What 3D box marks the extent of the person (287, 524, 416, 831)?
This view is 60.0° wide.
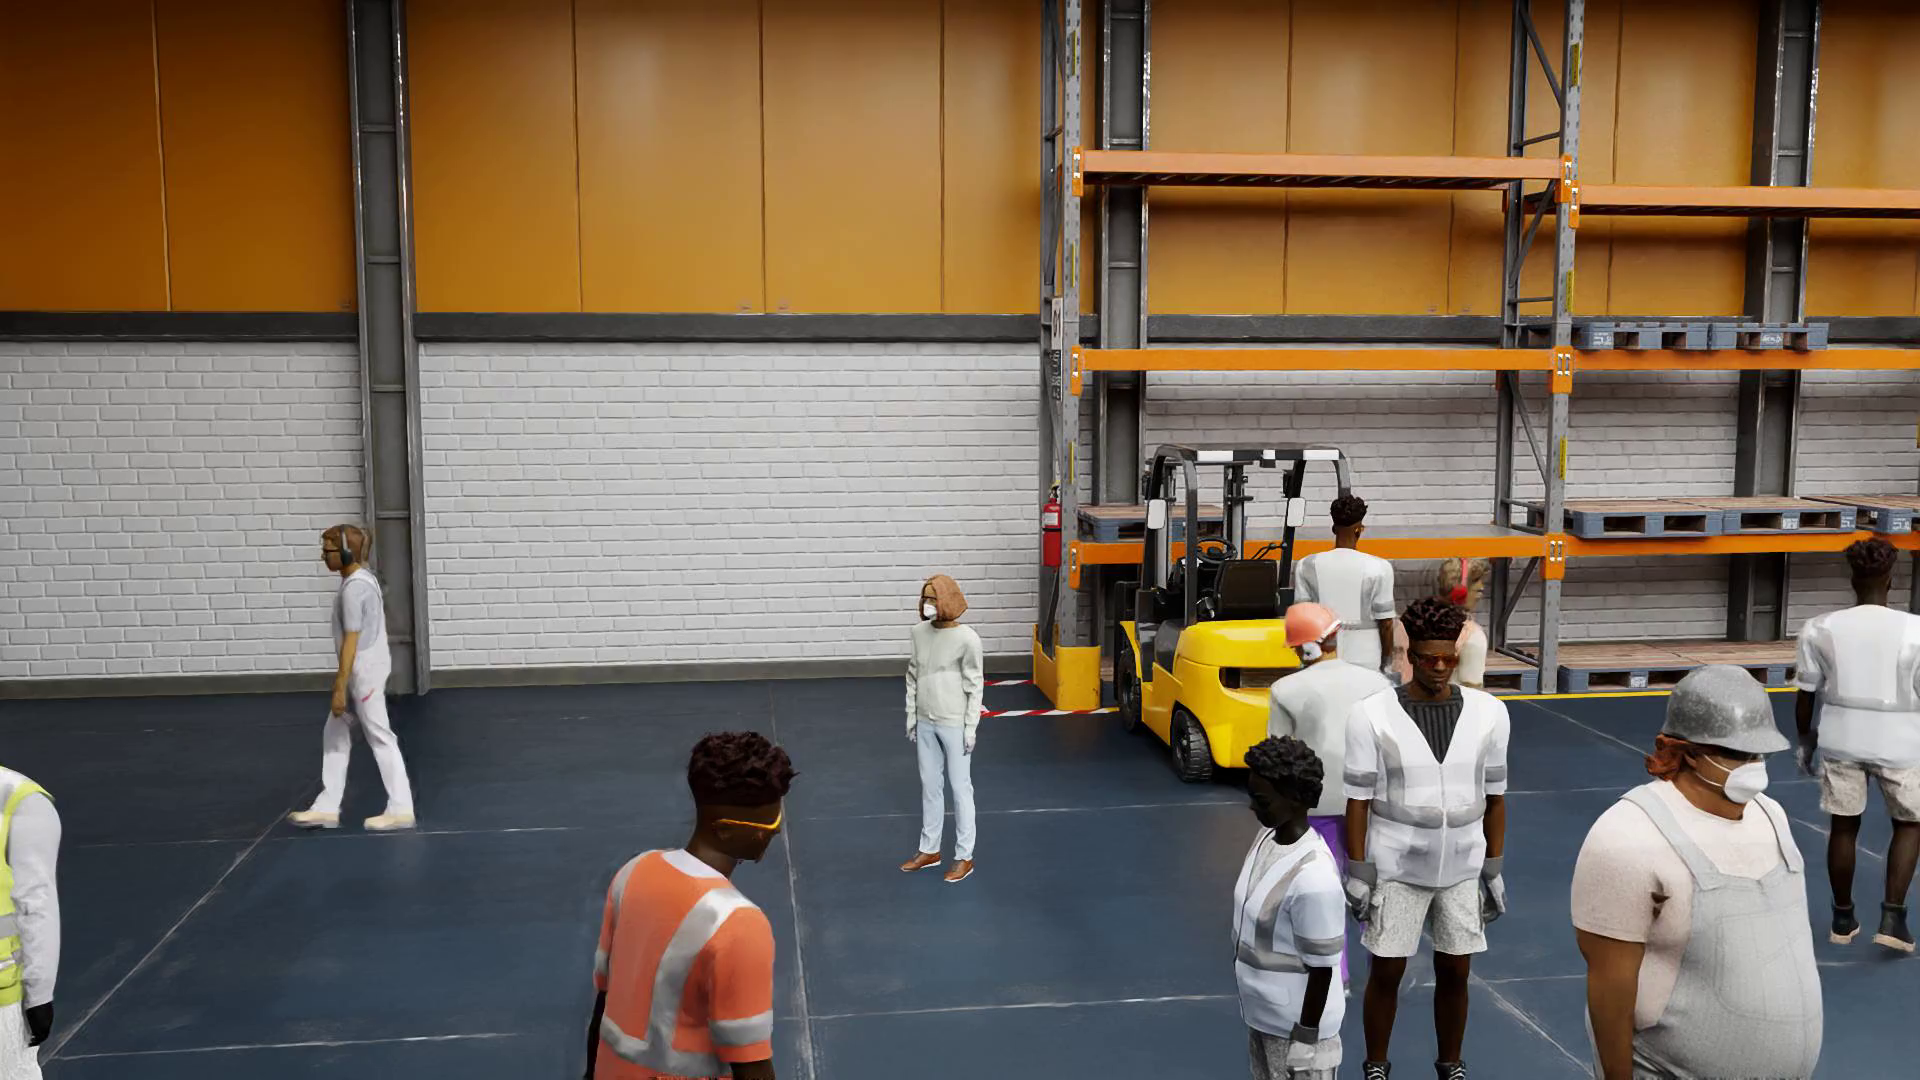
[{"bbox_3d":[-3.587,0.815,9.642,0.849,1.813,0.529,-2,7,-16],"label":"person"}]

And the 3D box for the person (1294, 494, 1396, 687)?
[{"bbox_3d":[2.305,0.707,9.966,0.604,1.963,0.367,3,7,24],"label":"person"}]

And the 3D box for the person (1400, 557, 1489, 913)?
[{"bbox_3d":[2.317,0.984,8.152,0.592,1.820,0.580,-2,7,-19],"label":"person"}]

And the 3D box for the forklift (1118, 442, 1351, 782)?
[{"bbox_3d":[1.912,0.418,11.496,1.214,2.155,2.313,-1,7,-8],"label":"forklift"}]

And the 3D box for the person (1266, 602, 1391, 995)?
[{"bbox_3d":[1.630,1.128,7.358,0.586,1.708,0.477,-1,7,-9],"label":"person"}]

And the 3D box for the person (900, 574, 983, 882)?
[{"bbox_3d":[-0.097,0.993,8.890,0.500,1.633,0.279,5,8,40],"label":"person"}]

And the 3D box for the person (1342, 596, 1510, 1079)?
[{"bbox_3d":[1.675,1.166,6.001,0.598,1.958,0.372,0,7,-3],"label":"person"}]

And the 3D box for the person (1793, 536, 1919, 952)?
[{"bbox_3d":[4.263,0.955,7.791,0.659,1.956,0.452,5,8,38],"label":"person"}]

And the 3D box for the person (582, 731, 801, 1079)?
[{"bbox_3d":[-0.653,1.406,4.022,0.840,1.912,0.624,-4,8,-32],"label":"person"}]

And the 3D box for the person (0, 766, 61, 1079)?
[{"bbox_3d":[-3.001,1.348,4.957,0.635,1.831,0.429,0,7,2],"label":"person"}]

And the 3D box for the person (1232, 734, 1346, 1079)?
[{"bbox_3d":[0.969,1.413,4.960,0.319,1.693,0.532,-1,7,-8],"label":"person"}]
